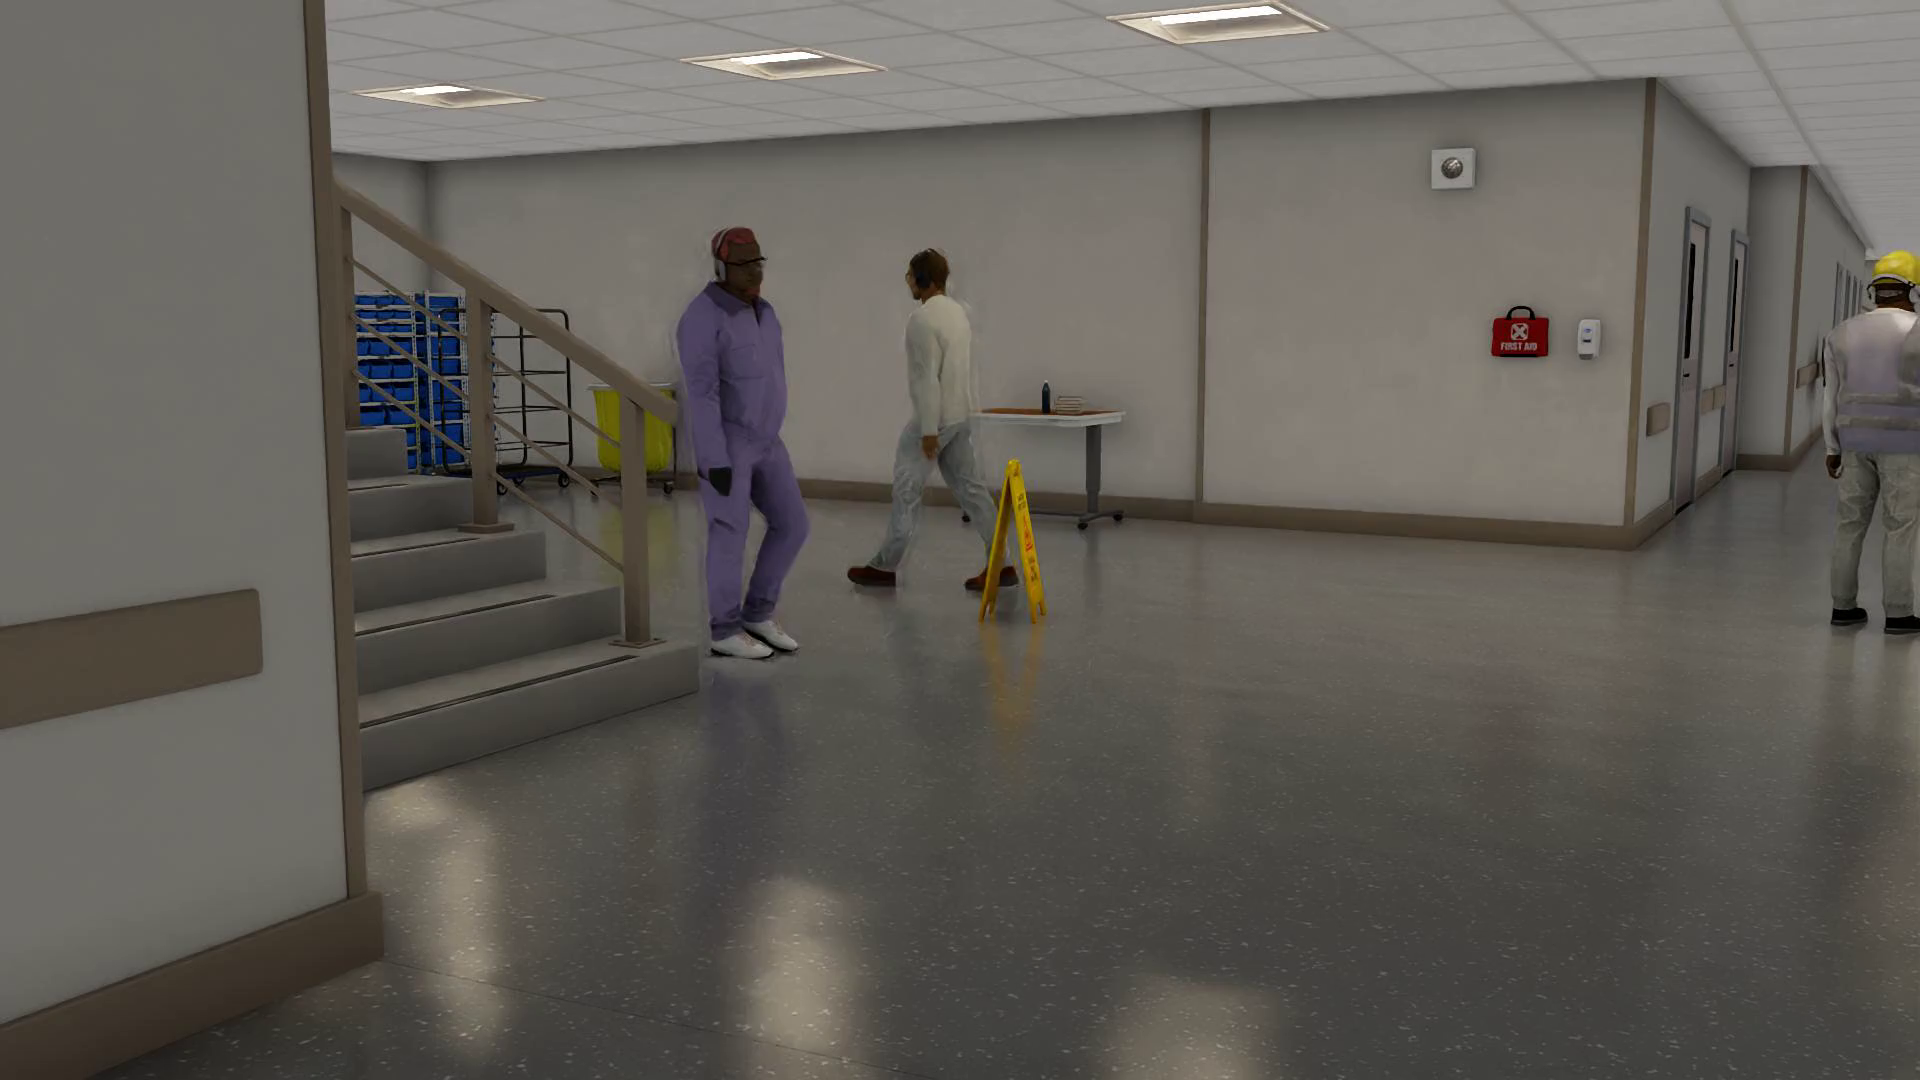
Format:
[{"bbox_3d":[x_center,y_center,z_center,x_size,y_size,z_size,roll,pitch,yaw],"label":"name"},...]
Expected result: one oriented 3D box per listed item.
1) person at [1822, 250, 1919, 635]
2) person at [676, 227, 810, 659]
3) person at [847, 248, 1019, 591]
[{"bbox_3d":[4.432,-0.462,7.961,0.403,1.824,0.590,-5,9,-33],"label":"person"},{"bbox_3d":[-0.911,-0.398,7.212,0.508,1.880,0.674,3,8,25],"label":"person"},{"bbox_3d":[-0.117,-0.652,9.168,1.019,1.890,0.650,4,8,25],"label":"person"}]
